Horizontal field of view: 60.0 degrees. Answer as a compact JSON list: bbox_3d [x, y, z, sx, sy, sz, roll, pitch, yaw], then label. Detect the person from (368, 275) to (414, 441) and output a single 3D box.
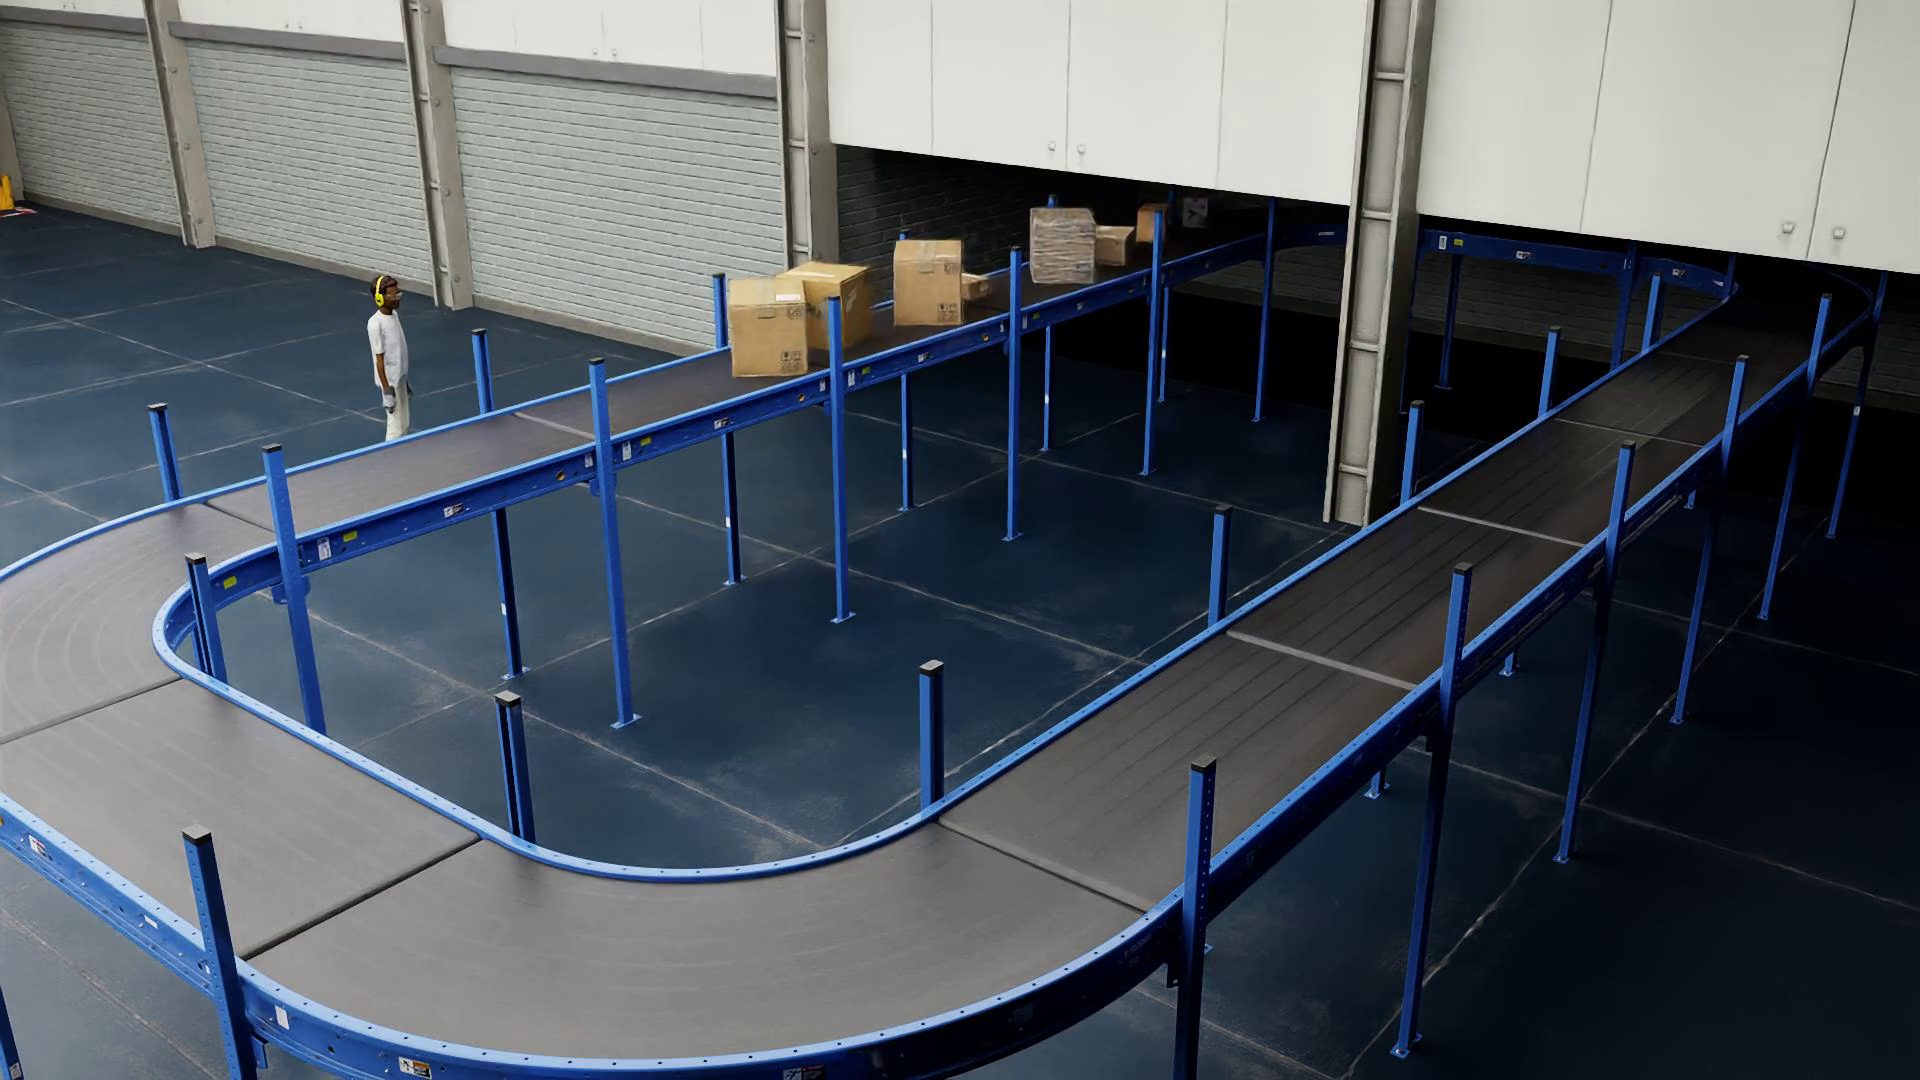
[{"bbox_3d":[-4.712,-1.292,13.921,0.316,1.870,0.531,0,21,-1],"label":"person"}]
